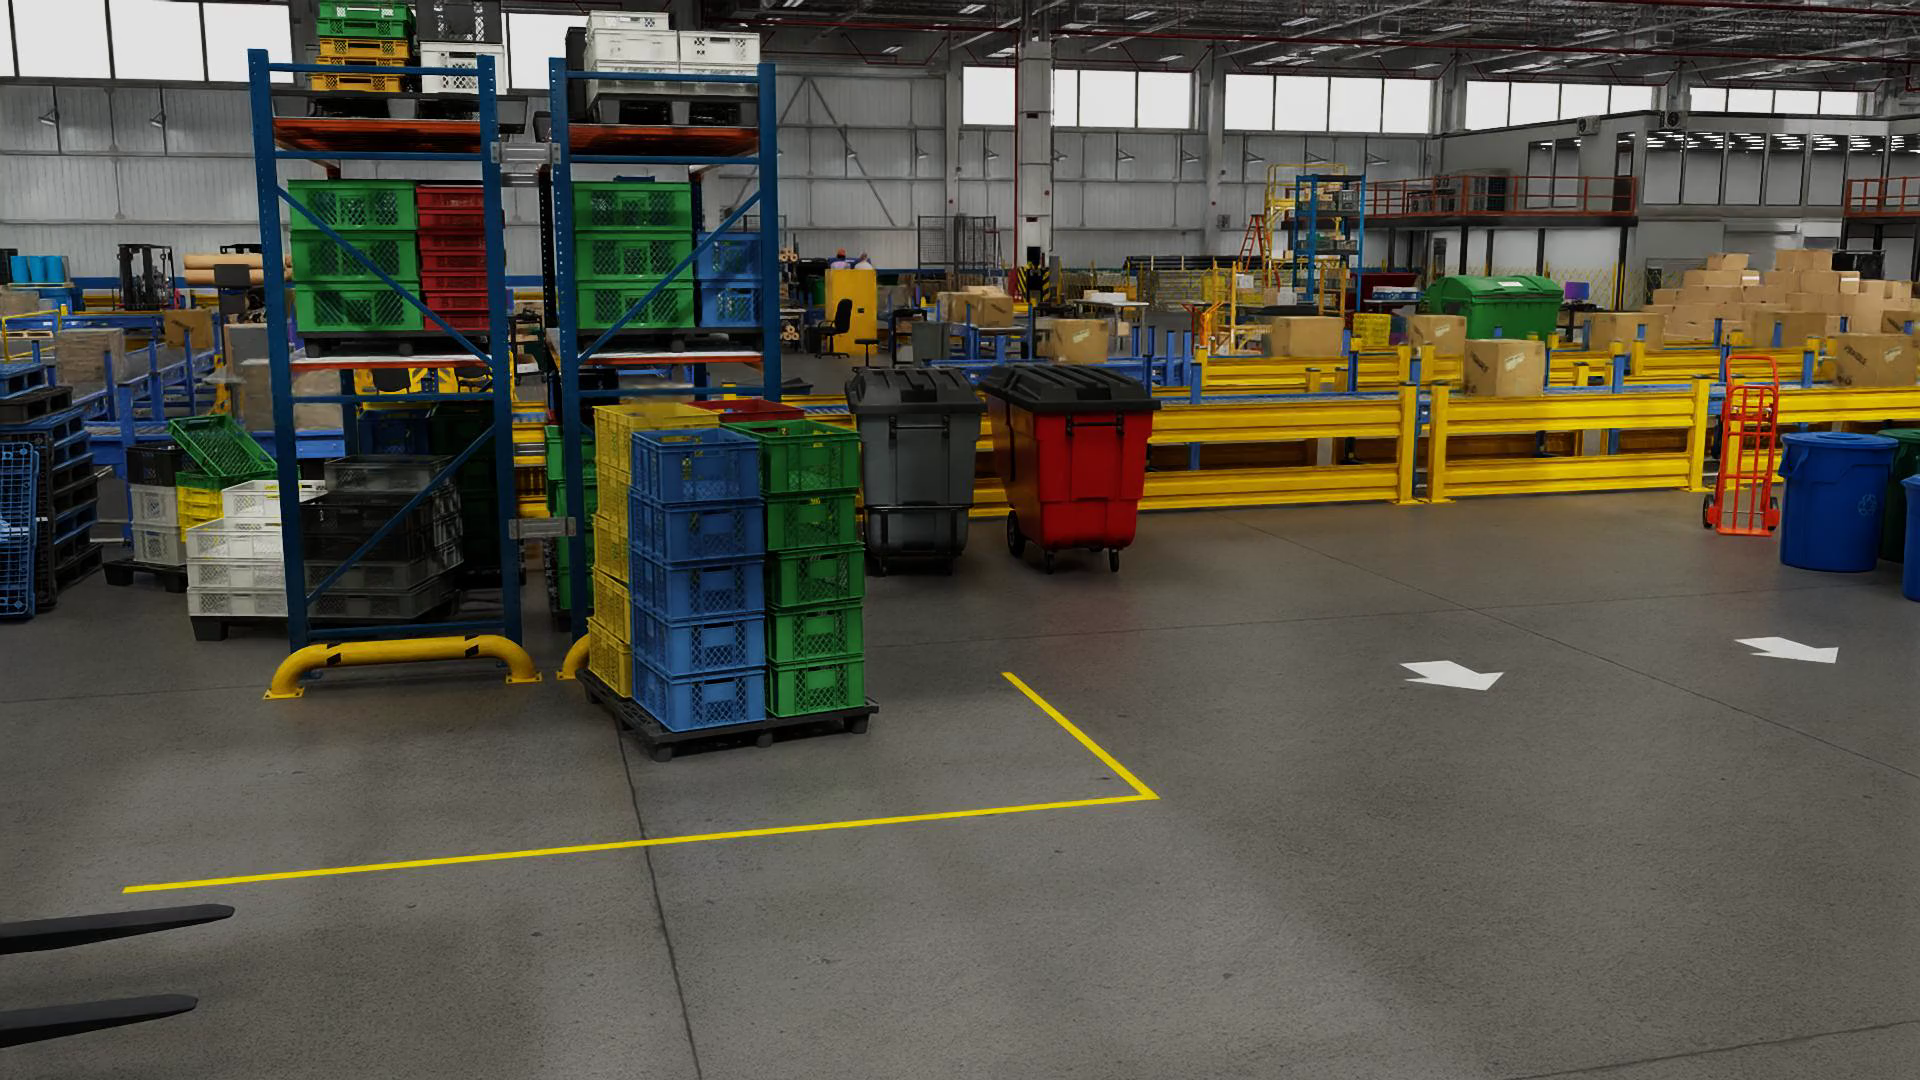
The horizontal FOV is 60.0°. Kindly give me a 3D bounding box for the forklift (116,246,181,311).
[{"bbox_3d":[-19.966,-6.232,40.894,1.157,1.987,2.680,-3,10,-15],"label":"forklift"}]

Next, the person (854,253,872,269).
[{"bbox_3d":[-2.908,-7.796,50.850,0.636,1.911,0.405,5,11,27],"label":"person"}]

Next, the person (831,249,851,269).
[{"bbox_3d":[-3.438,-7.394,48.192,0.611,2.042,0.394,2,10,13],"label":"person"}]

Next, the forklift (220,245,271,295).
[{"bbox_3d":[-17.749,-6.334,41.440,1.157,1.987,2.680,-3,10,-17],"label":"forklift"}]

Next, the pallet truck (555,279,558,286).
[{"bbox_3d":[-10.604,-6.375,44.520,0.653,1.274,1.630,-3,10,-15],"label":"pallet truck"}]
